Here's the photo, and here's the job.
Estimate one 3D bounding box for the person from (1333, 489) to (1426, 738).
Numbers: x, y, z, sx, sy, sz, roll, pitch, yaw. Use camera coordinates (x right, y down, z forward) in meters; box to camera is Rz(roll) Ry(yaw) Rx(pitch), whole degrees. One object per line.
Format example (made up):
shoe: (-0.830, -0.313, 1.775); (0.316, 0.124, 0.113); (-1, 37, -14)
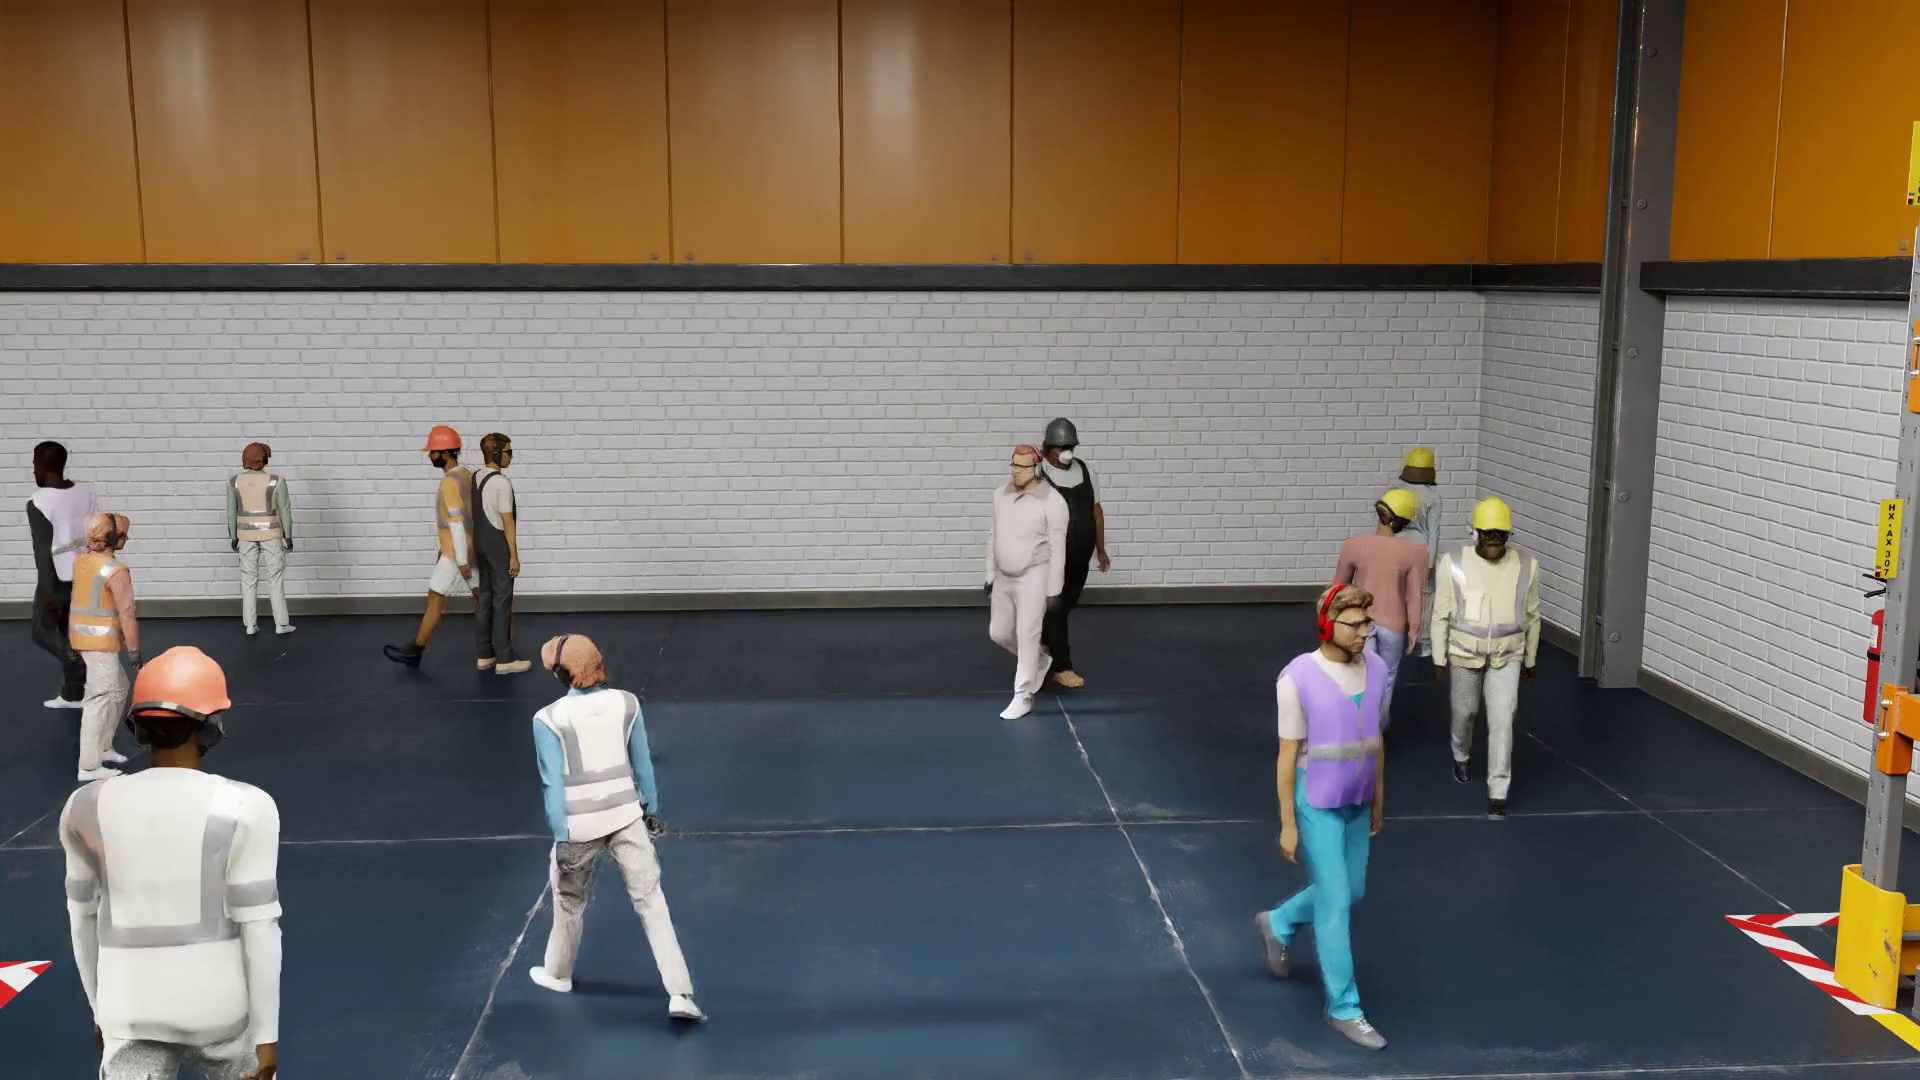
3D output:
person: (2.606, 0.532, 10.386); (0.543, 1.697, 0.873); (2, 9, 10)

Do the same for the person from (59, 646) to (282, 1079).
person: (-2.203, 1.301, 4.732); (0.612, 1.982, 0.970); (-1, 9, -5)

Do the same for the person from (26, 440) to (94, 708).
person: (-6.177, 0.258, 11.525); (0.512, 1.902, 0.596); (2, 9, 10)

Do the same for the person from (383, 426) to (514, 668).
person: (-3.932, 0.062, 12.825); (1.007, 1.881, 0.553); (0, 9, 2)

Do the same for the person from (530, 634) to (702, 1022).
person: (-1.427, 1.176, 6.796); (0.552, 1.575, 0.925); (-8, 12, -40)

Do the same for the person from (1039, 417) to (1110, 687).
person: (0.715, 0.021, 12.587); (0.682, 2.000, 0.952); (-5, 11, -31)

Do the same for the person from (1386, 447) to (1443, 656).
person: (3.521, 0.117, 13.010); (0.486, 1.707, 0.868); (7, 11, 37)

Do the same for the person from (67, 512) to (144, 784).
person: (-5.148, 0.643, 10.006); (0.525, 1.612, 0.499); (7, 11, 37)

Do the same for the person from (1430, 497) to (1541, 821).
person: (3.018, 0.624, 9.596); (0.606, 1.796, 0.906); (2, 9, 13)

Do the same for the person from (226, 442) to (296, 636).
person: (-5.880, -0.003, 13.993); (0.524, 1.639, 0.308); (-1, 9, -4)

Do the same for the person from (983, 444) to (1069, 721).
person: (0.470, 0.267, 11.490); (0.660, 1.891, 0.640); (8, 12, 43)

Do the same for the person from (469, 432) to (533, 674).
person: (-3.545, 0.100, 12.709); (0.514, 1.842, 0.324); (8, 12, 41)

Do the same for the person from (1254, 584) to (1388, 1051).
person: (1.477, 1.062, 6.737); (0.586, 1.820, 0.782); (-6, 11, -35)
